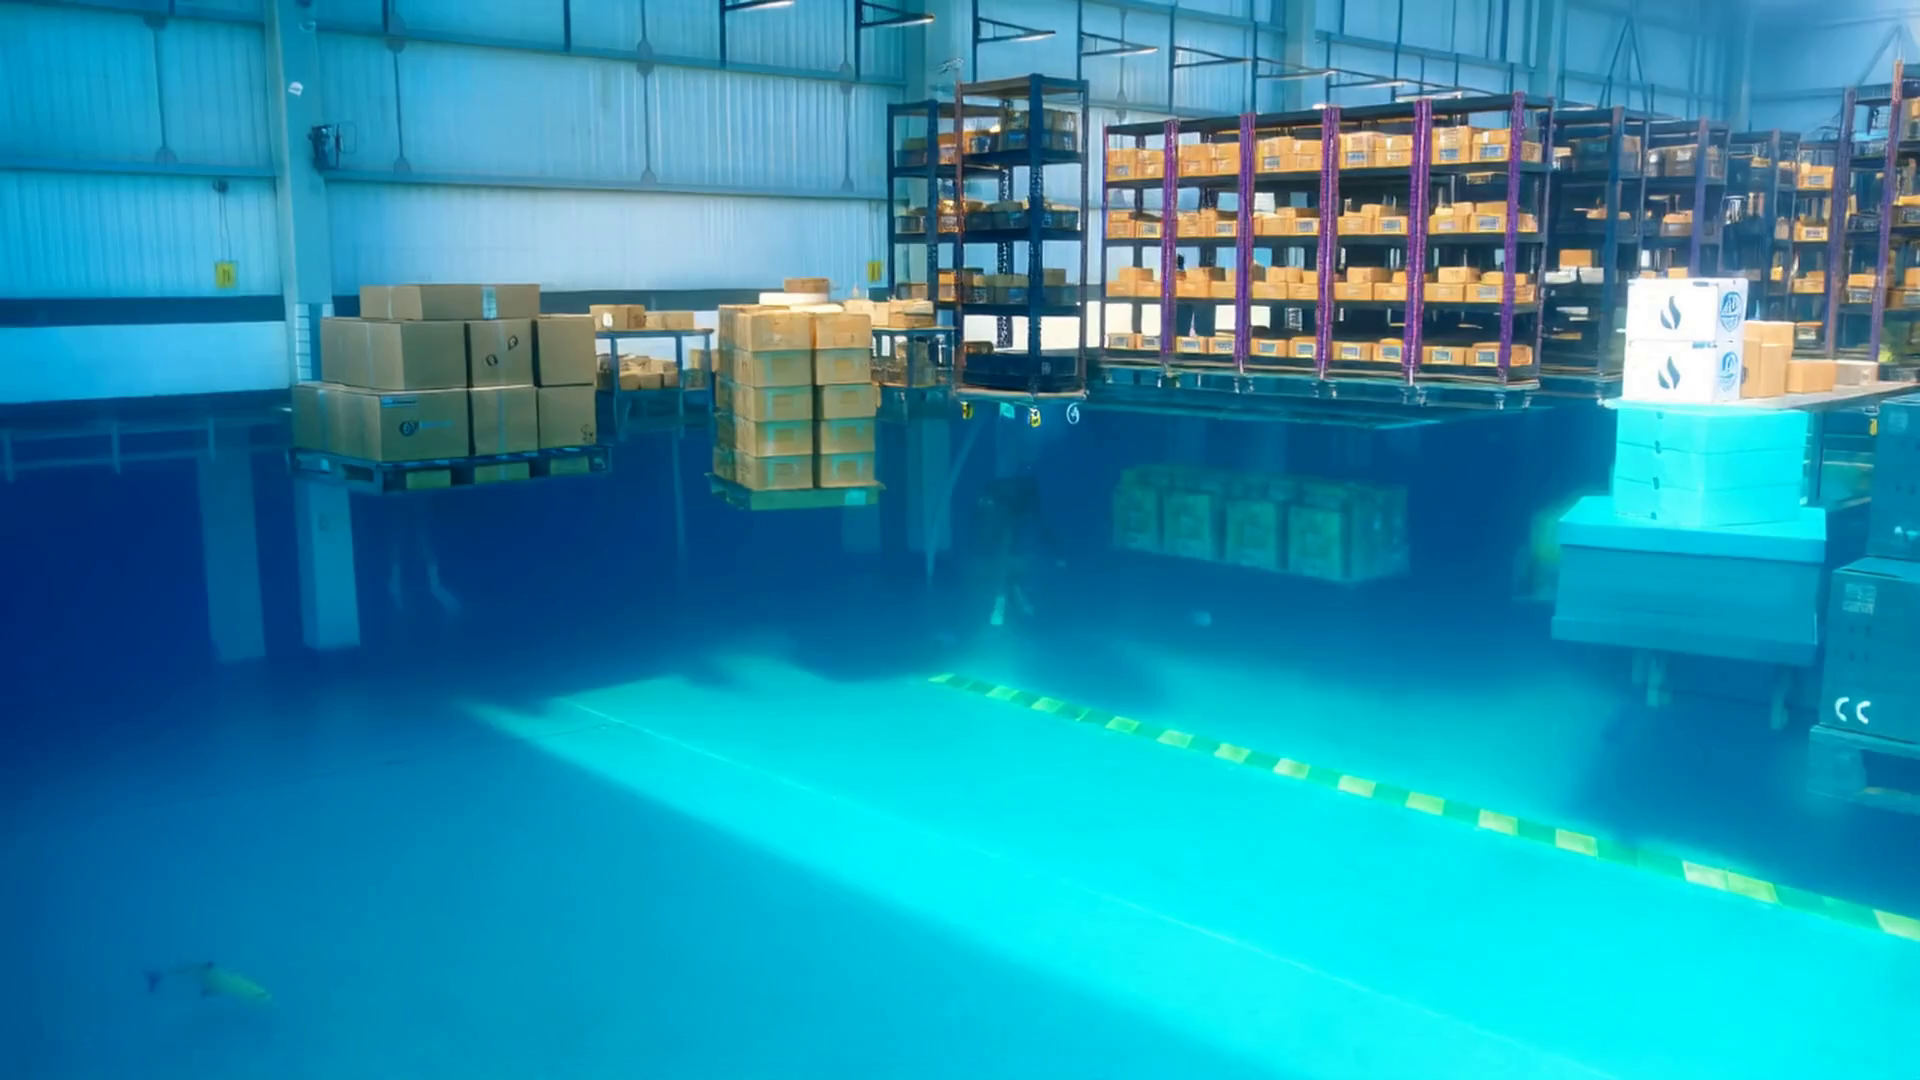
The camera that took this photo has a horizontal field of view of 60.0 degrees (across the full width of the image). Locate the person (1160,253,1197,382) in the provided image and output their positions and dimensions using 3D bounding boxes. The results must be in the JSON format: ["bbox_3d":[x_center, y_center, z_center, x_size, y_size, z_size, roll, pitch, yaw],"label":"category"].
[{"bbox_3d":[3.168,-3.209,24.025,0.570,1.840,0.374,7,12,35],"label":"person"}]

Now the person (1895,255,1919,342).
[{"bbox_3d":[13.704,-3.205,24.064,0.404,1.822,0.592,5,11,29],"label":"person"}]

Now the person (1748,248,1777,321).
[{"bbox_3d":[13.536,-3.950,28.064,0.565,1.976,0.615,7,12,38],"label":"person"}]
